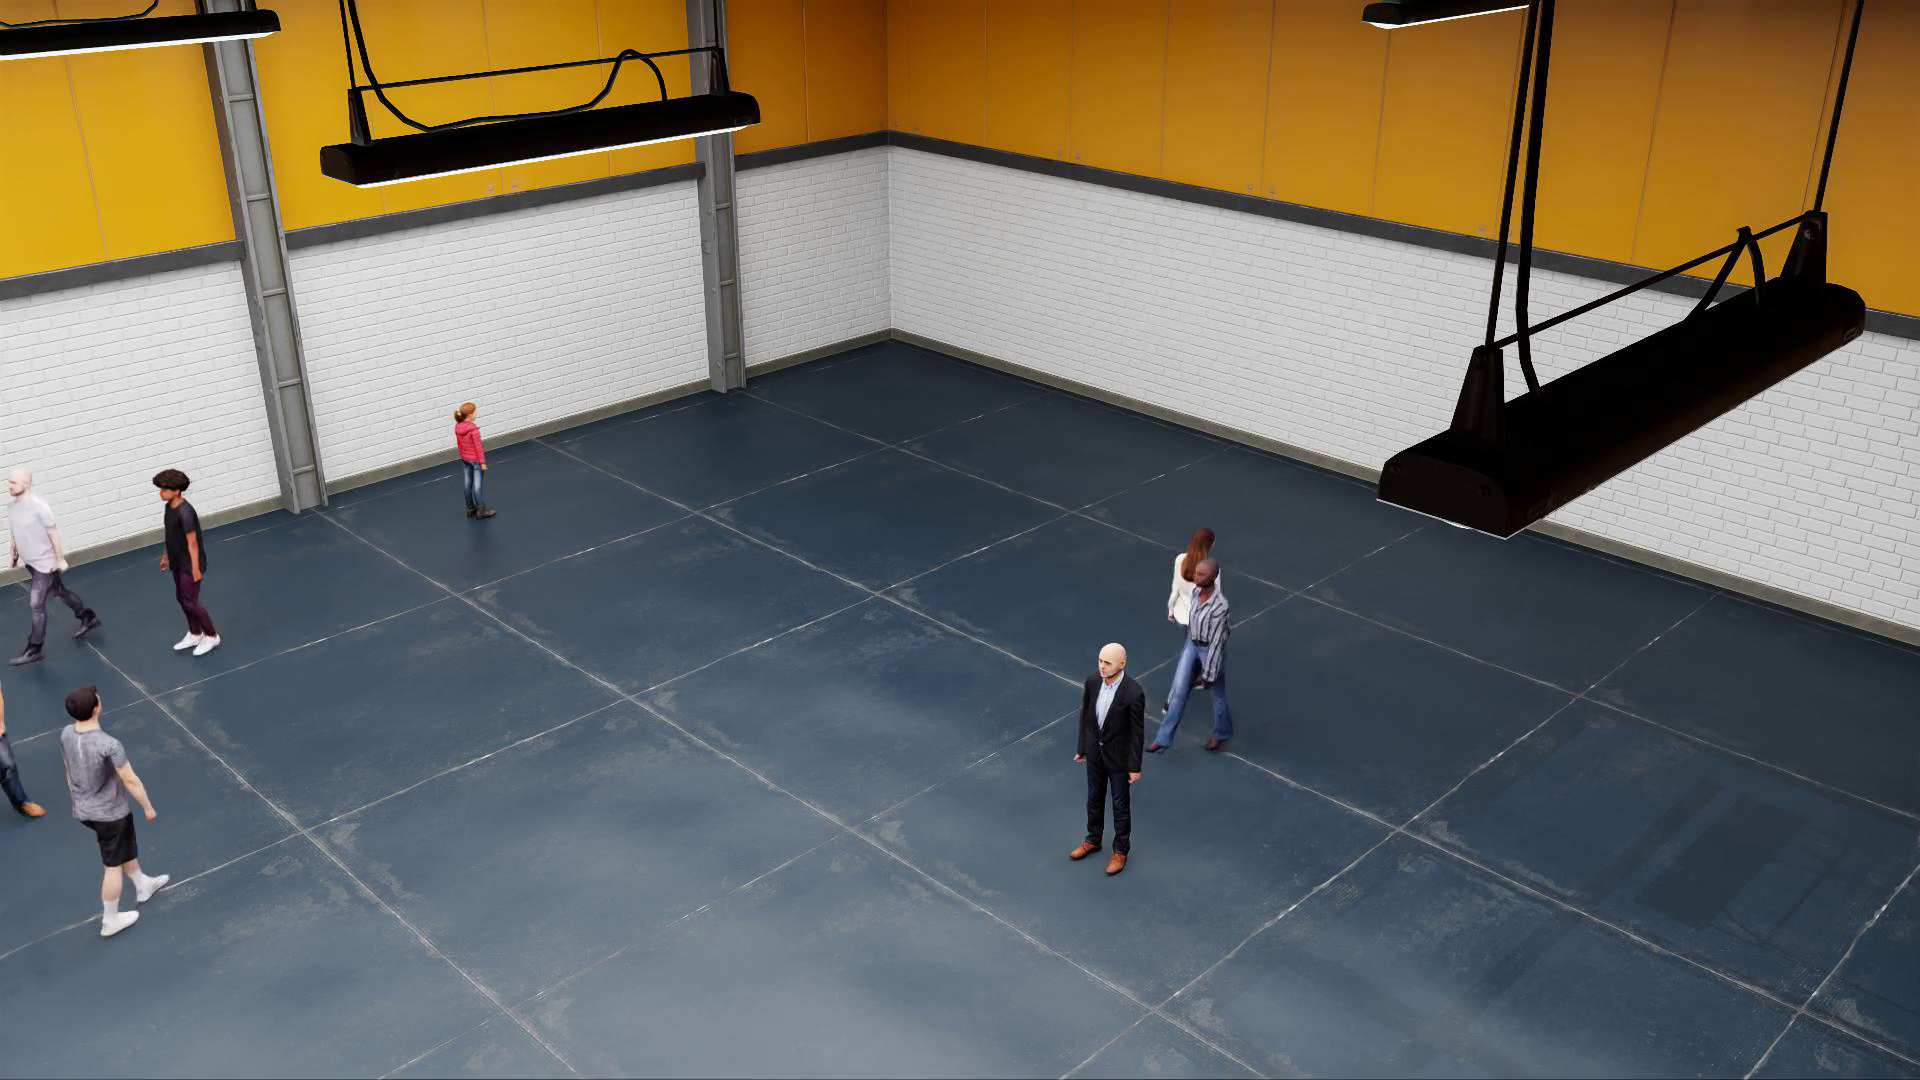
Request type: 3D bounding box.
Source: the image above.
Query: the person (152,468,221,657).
[{"bbox_3d":[-7.107,0.162,15.355,0.622,1.779,0.639,-20,31,-39],"label":"person"}]

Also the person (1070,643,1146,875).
[{"bbox_3d":[1.095,1.558,12.135,0.716,1.800,0.617,17,29,34],"label":"person"}]

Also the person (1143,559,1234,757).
[{"bbox_3d":[2.080,0.962,13.549,1.162,1.760,0.858,-13,27,-27],"label":"person"}]

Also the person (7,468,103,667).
[{"bbox_3d":[-8.369,0.177,15.310,0.872,1.788,1.263,13,27,28],"label":"person"}]

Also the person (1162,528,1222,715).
[{"bbox_3d":[1.970,0.728,14.227,0.696,1.645,1.131,17,29,34],"label":"person"}]

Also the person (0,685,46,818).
[{"bbox_3d":[-7.535,1.346,12.599,0.831,1.818,0.956,3,24,6],"label":"person"}]

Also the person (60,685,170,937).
[{"bbox_3d":[-5.906,1.881,11.334,0.889,1.851,1.029,10,26,22],"label":"person"}]

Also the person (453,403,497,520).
[{"bbox_3d":[-5.379,-0.878,18.314,0.548,1.314,0.544,15,28,31],"label":"person"}]
